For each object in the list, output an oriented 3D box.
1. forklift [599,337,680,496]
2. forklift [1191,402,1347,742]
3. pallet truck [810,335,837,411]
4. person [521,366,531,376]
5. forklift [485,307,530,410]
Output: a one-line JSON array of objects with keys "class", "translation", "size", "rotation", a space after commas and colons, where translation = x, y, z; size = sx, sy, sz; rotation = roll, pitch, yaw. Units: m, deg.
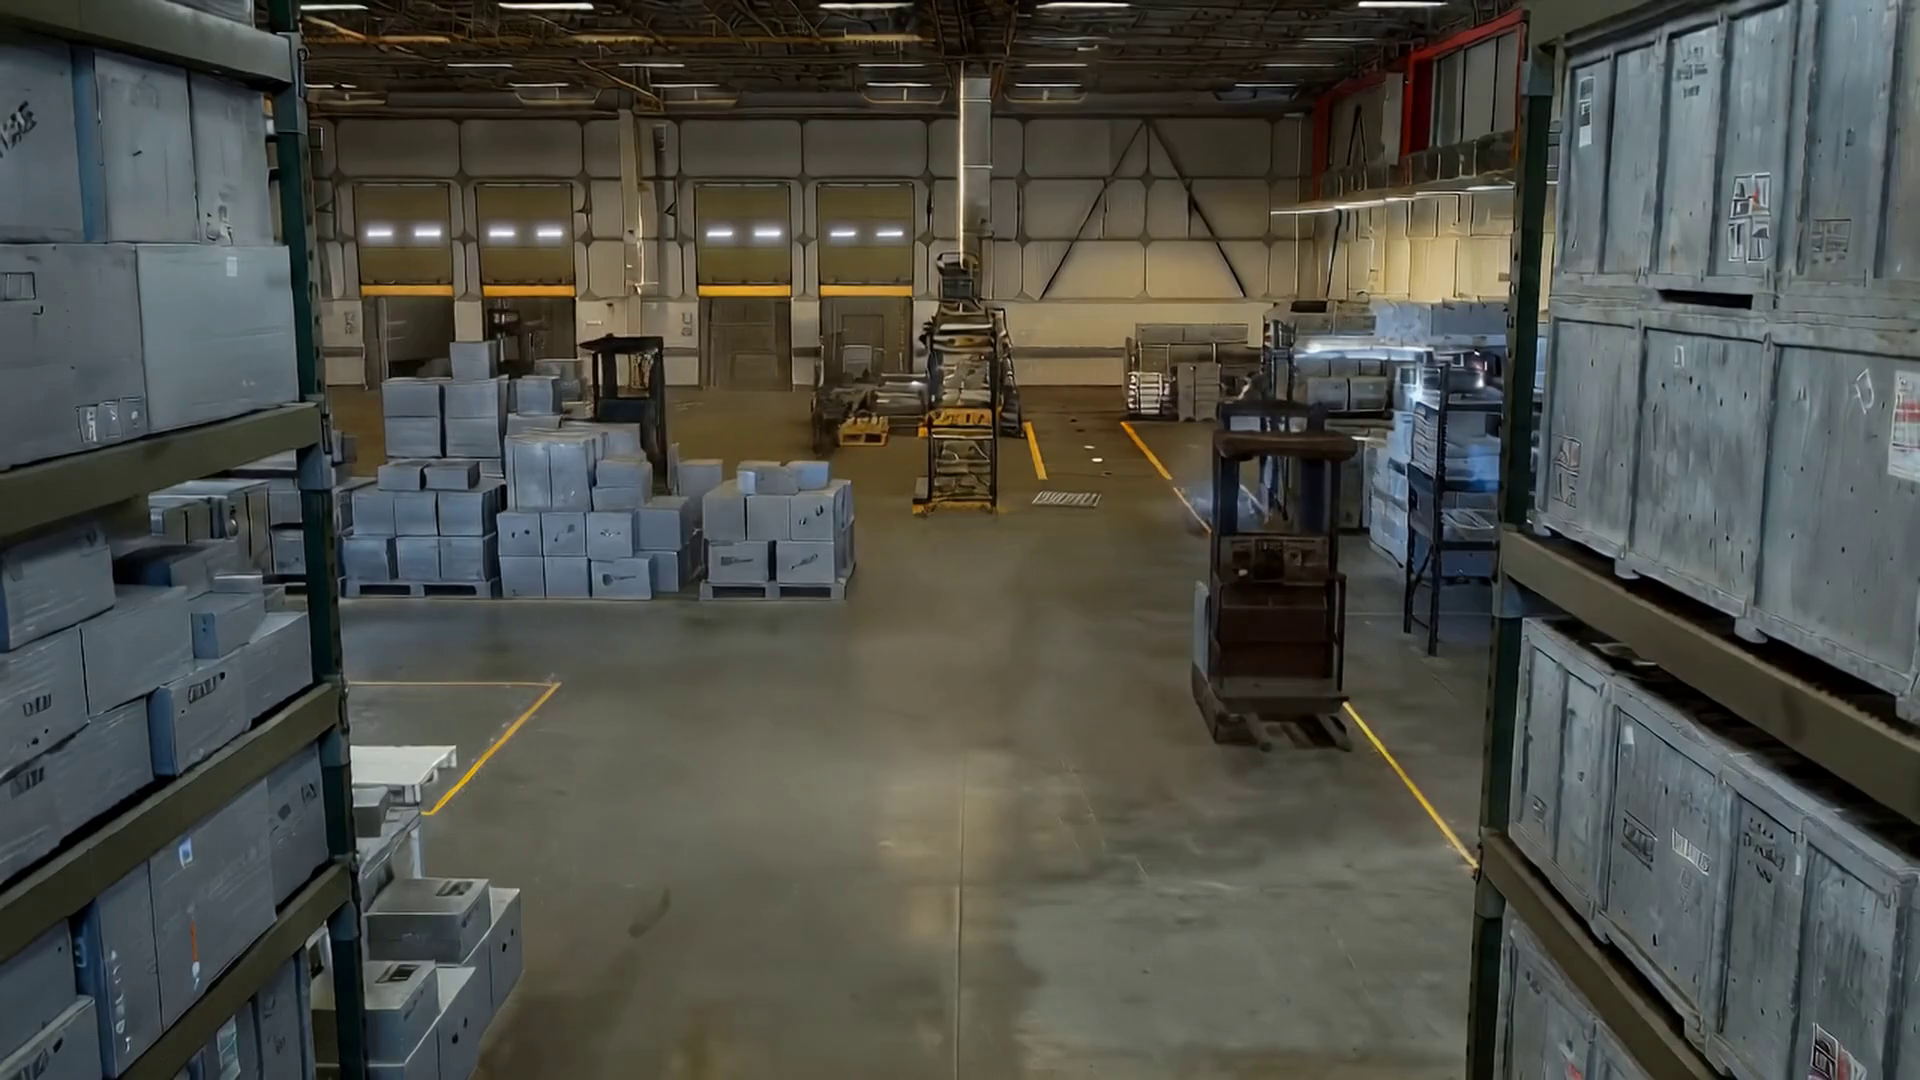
[{"class": "forklift", "translation": [-5.067, -1.764, 25.881], "size": [1.129, 2.768, 1.873], "rotation": [0, 10, 1]}, {"class": "forklift", "translation": [2.697, 0.184, 14.638], "size": [1.129, 2.768, 1.873], "rotation": [0, 10, 1]}, {"class": "pallet truck", "translation": [-3.021, -4.312, 43.126], "size": [1.885, 1.965, 0.823], "rotation": [3, 10, 17]}, {"class": "person", "translation": [-9.495, -2.983, 36.445], "size": [0.857, 1.657, 0.541], "rotation": [5, 11, 28]}, {"class": "forklift", "translation": [-10.754, -4.150, 39.646], "size": [1.129, 2.768, 1.873], "rotation": [0, 10, 1]}]
